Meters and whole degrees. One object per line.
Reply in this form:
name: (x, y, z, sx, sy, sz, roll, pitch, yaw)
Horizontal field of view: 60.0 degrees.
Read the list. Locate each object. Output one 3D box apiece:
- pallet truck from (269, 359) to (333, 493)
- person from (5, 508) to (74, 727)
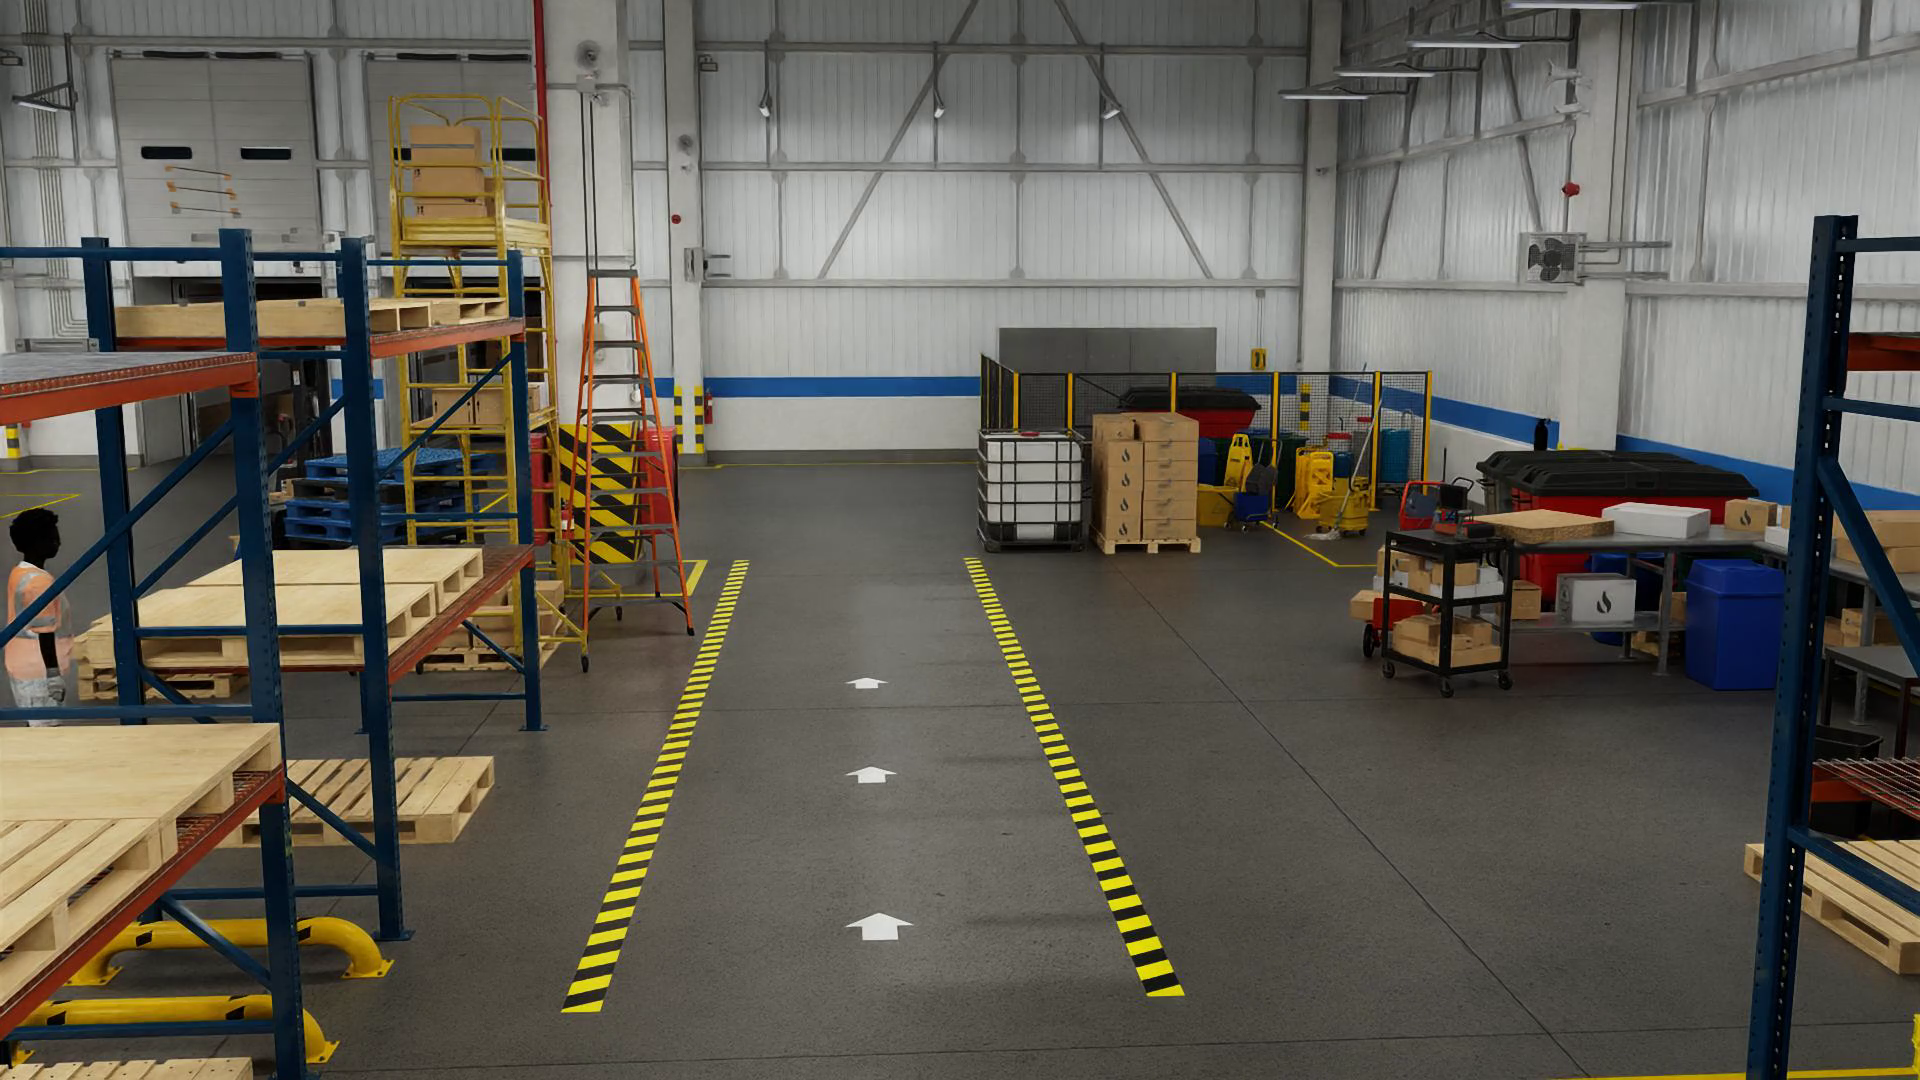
pallet truck: (-7.062, -1.131, 18.996, 1.885, 1.965, 0.823, 2, 9, 13)
person: (-4.763, 0.675, 8.627, 0.321, 1.689, 0.530, -6, 11, -35)
